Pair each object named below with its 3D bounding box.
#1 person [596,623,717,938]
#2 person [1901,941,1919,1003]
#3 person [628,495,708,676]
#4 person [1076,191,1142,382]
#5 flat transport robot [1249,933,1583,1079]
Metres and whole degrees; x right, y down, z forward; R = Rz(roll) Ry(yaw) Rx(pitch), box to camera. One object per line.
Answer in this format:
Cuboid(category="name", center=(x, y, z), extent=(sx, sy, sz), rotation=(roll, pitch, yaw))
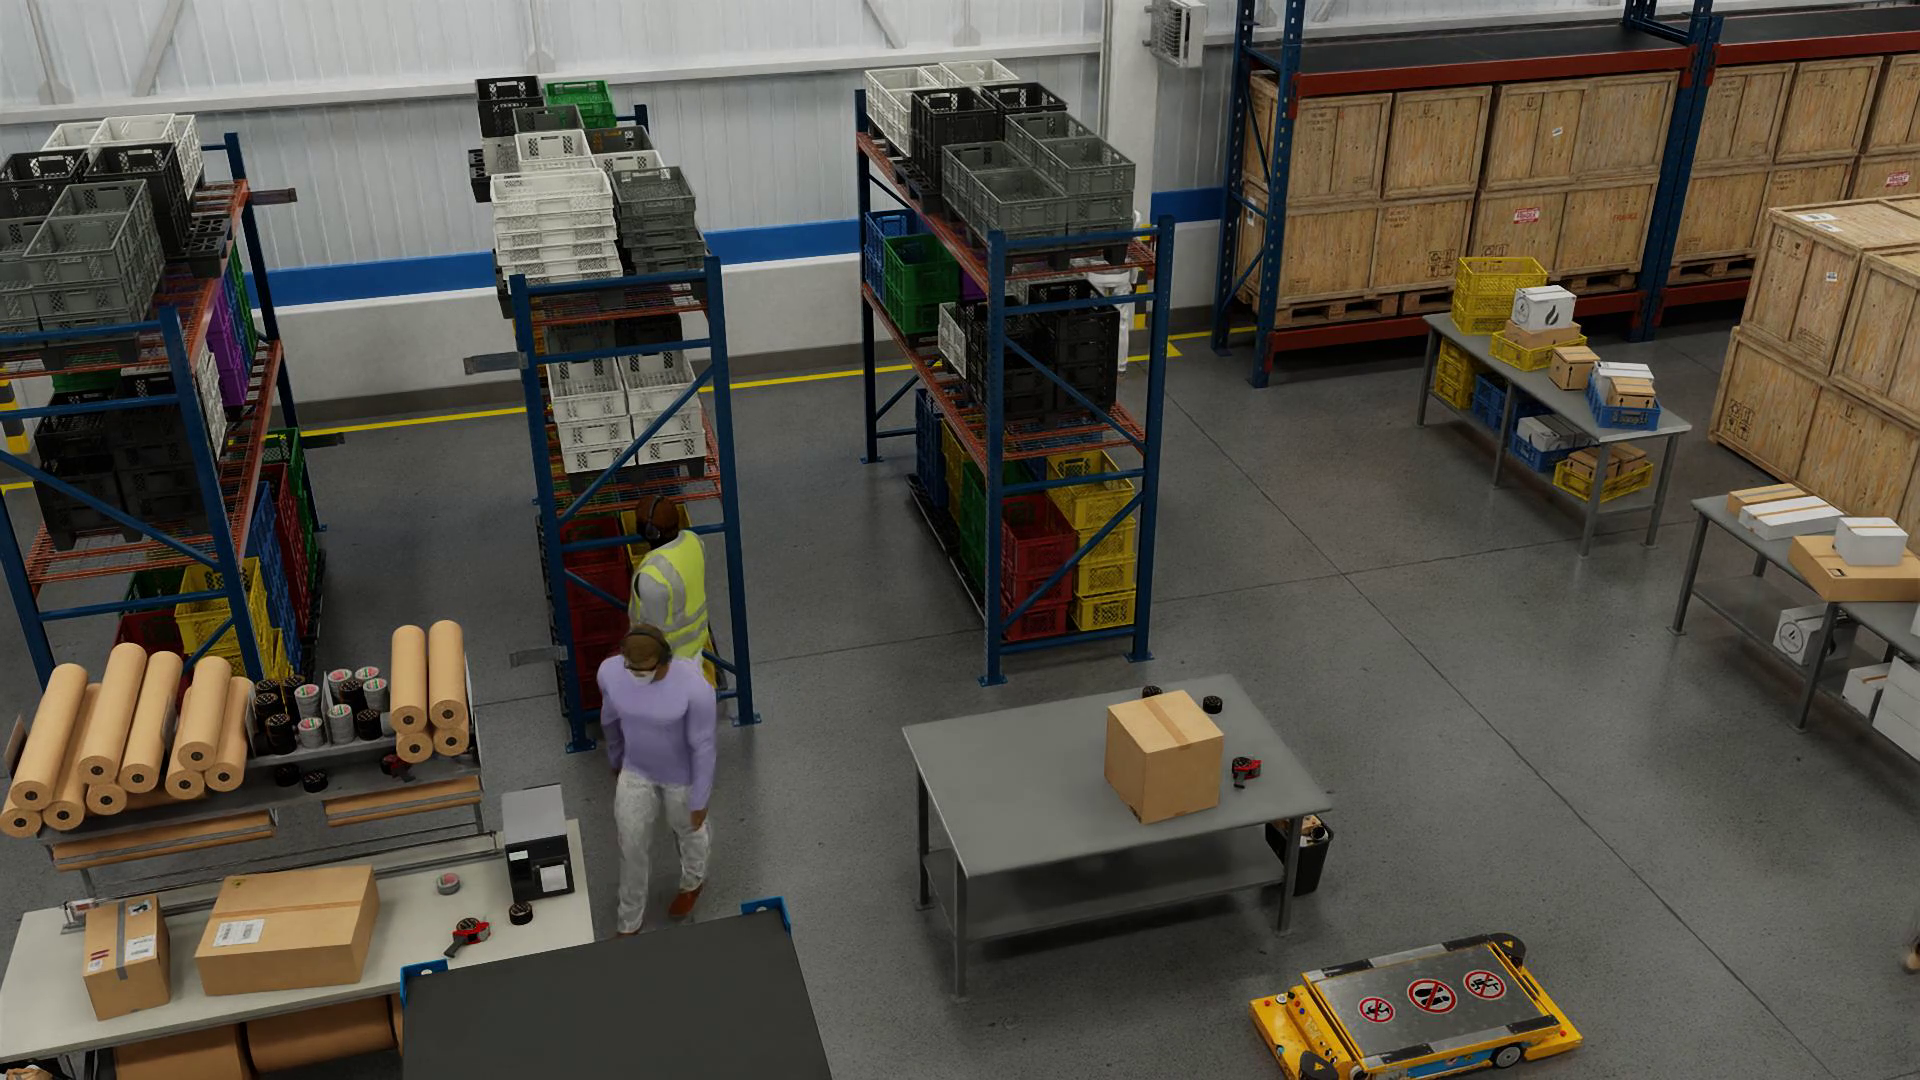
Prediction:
Cuboid(category="person", center=(-1.513, 1.234, 8.222), extent=(0.664, 1.889, 0.870), rotation=(6, 29, 12))
Cuboid(category="person", center=(4.833, 1.559, 7.867), extent=(0.660, 1.662, 0.424), rotation=(-25, 38, -38))
Cuboid(category="person", center=(-1.648, 0.583, 9.467), extent=(0.429, 1.837, 0.629), rotation=(8, 30, 14))
Cuboid(category="person", center=(1.297, -2.295, 14.647), extent=(0.572, 1.883, 0.358), rotation=(-3, 29, -5))
Cuboid(category="flat transport robot", center=(2.184, 2.282, 7.980), extent=(1.431, 0.197, 0.652), rotation=(-8, 30, -14))
